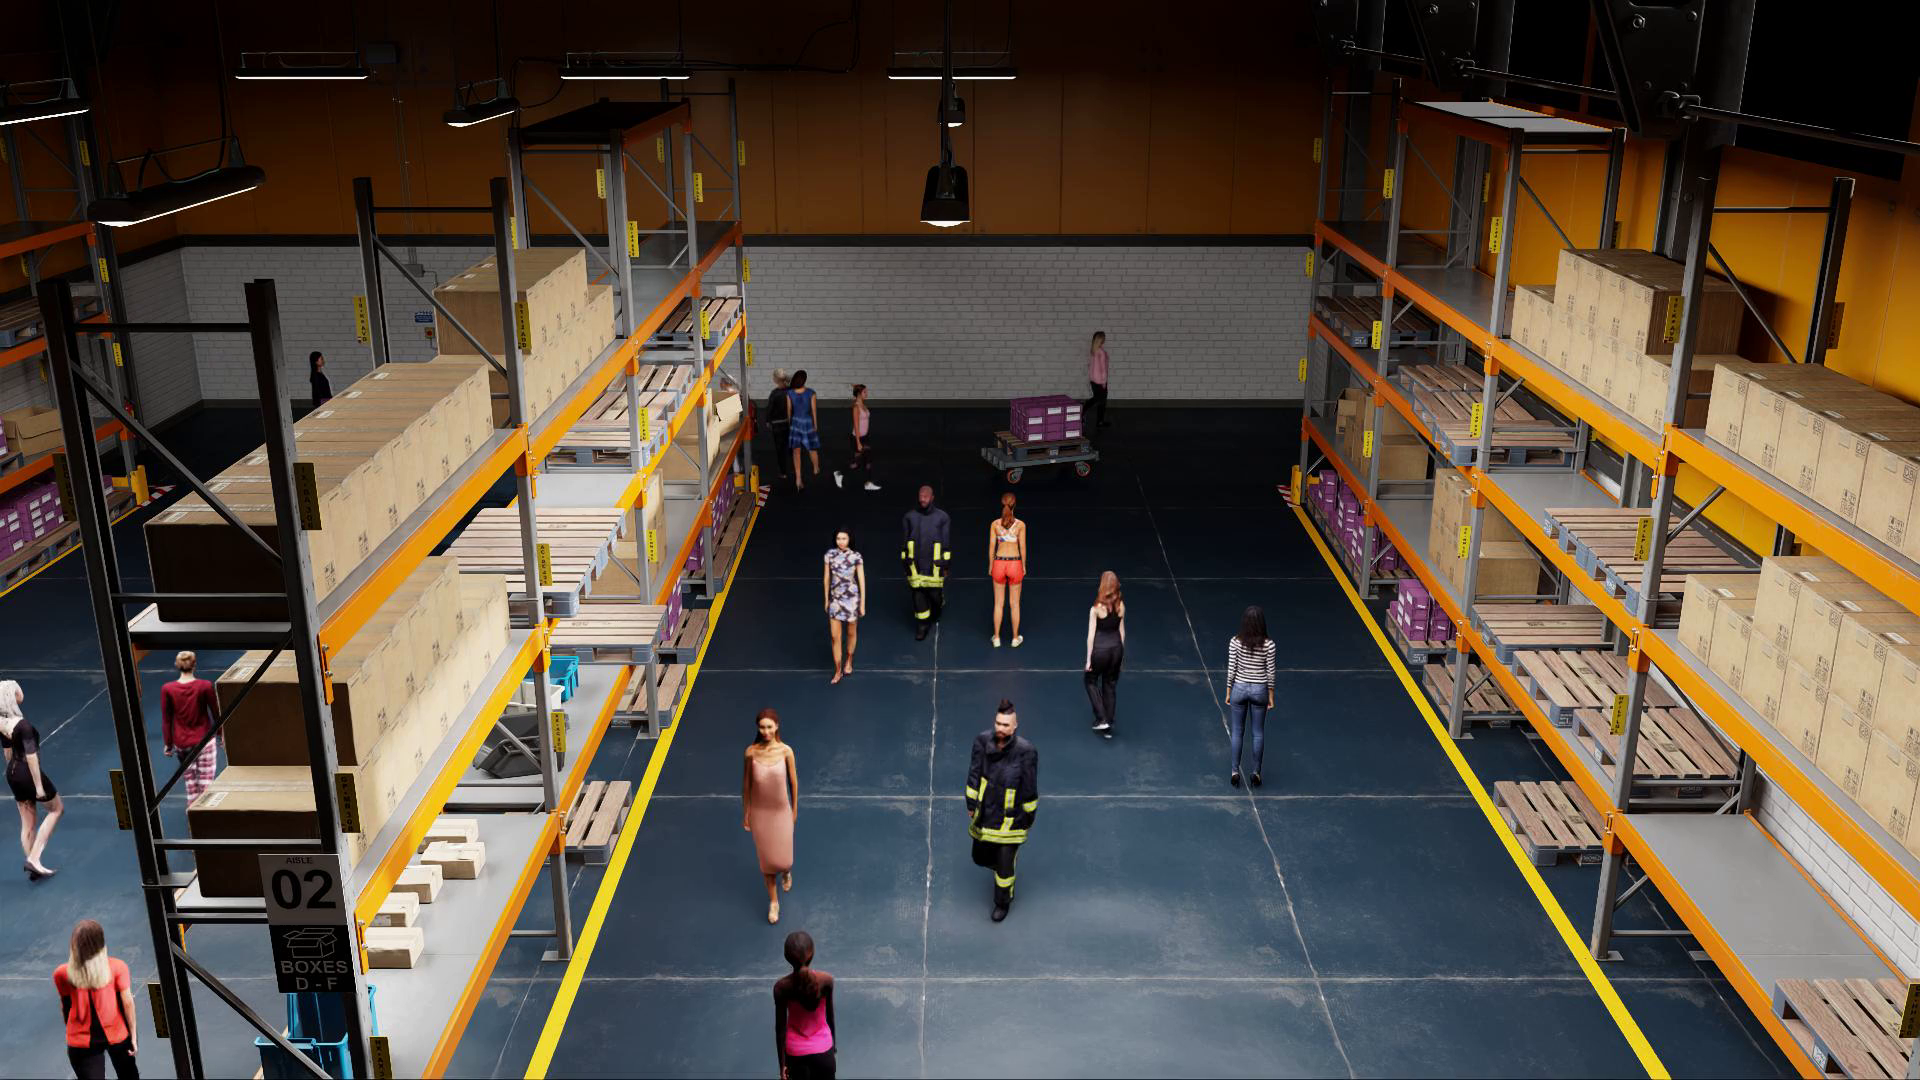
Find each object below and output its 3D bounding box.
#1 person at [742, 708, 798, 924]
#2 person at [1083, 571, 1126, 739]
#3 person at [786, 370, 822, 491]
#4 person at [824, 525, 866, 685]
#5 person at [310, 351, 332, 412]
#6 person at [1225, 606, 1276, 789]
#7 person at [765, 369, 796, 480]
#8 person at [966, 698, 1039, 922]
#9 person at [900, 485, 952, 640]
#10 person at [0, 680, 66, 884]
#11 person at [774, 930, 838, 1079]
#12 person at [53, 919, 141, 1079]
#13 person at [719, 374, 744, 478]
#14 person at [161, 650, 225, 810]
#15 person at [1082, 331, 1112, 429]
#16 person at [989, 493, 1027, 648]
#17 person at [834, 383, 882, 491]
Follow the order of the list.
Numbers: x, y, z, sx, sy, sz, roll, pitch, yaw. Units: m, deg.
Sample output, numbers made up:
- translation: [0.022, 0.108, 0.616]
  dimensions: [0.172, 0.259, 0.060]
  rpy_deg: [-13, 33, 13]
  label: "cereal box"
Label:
- translation: [-1.517, 2.179, 13.393]
  dimensions: [0.579, 1.820, 0.712]
  rpy_deg: [0, 19, -1]
  label: "person"
- translation: [1.484, 1.172, 16.517]
  dimensions: [0.716, 1.734, 0.753]
  rpy_deg: [-7, 20, -20]
  label: "person"
- translation: [-2.355, -1.588, 24.678]
  dimensions: [0.739, 1.757, 1.144]
  rpy_deg: [3, 19, 8]
  label: "person"
- translation: [-1.237, 0.651, 18.098]
  dimensions: [0.637, 1.713, 0.860]
  rpy_deg: [0, 19, 1]
  label: "person"
- translation: [-10.129, -2.138, 26.348]
  dimensions: [0.718, 1.734, 0.552]
  rpy_deg: [-6, 19, -17]
  label: "person"
- translation: [2.700, 1.468, 15.546]
  dimensions: [0.635, 1.795, 0.572]
  rpy_deg: [4, 19, 11]
  label: "person"
- translation: [-2.661, -1.754, 25.237]
  dimensions: [0.786, 1.716, 0.823]
  rpy_deg: [-10, 21, -28]
  label: "person"
- translation: [0.357, 2.129, 13.508]
  dimensions: [0.959, 1.842, 1.059]
  rpy_deg: [9, 20, 24]
  label: "person"
- translation: [-0.392, 0.221, 19.225]
  dimensions: [0.814, 1.809, 0.986]
  rpy_deg: [3, 19, 8]
  label: "person"
- translation: [-7.814, 2.048, 13.784]
  dimensions: [0.705, 1.819, 0.753]
  rpy_deg: [8, 20, 22]
  label: "person"
- translation: [-0.937, 3.266, 10.363]
  dimensions: [0.588, 1.694, 1.088]
  rpy_deg: [-2, 19, -5]
  label: "person"
- translation: [-5.453, 3.229, 10.529]
  dimensions: [0.886, 1.657, 1.209]
  rpy_deg: [-7, 20, -21]
  label: "person"
- translation: [-3.395, -1.677, 25.072]
  dimensions: [0.626, 1.673, 0.538]
  rpy_deg: [3, 19, 8]
  label: "person"
- translation: [-6.801, 1.793, 14.744]
  dimensions: [0.753, 1.690, 0.768]
  rpy_deg: [-5, 19, -16]
  label: "person"
- translation: [2.264, -2.698, 28.107]
  dimensions: [0.852, 1.672, 0.889]
  rpy_deg: [-7, 20, -21]
  label: "person"
- translation: [0.540, 0.343, 18.905]
  dimensions: [0.600, 1.782, 0.569]
  rpy_deg: [2, 19, 6]
  label: "person"
- translation: [-1.554, -1.509, 24.652]
  dimensions: [0.840, 1.624, 0.951]
  rpy_deg: [7, 20, 20]
  label: "person"
